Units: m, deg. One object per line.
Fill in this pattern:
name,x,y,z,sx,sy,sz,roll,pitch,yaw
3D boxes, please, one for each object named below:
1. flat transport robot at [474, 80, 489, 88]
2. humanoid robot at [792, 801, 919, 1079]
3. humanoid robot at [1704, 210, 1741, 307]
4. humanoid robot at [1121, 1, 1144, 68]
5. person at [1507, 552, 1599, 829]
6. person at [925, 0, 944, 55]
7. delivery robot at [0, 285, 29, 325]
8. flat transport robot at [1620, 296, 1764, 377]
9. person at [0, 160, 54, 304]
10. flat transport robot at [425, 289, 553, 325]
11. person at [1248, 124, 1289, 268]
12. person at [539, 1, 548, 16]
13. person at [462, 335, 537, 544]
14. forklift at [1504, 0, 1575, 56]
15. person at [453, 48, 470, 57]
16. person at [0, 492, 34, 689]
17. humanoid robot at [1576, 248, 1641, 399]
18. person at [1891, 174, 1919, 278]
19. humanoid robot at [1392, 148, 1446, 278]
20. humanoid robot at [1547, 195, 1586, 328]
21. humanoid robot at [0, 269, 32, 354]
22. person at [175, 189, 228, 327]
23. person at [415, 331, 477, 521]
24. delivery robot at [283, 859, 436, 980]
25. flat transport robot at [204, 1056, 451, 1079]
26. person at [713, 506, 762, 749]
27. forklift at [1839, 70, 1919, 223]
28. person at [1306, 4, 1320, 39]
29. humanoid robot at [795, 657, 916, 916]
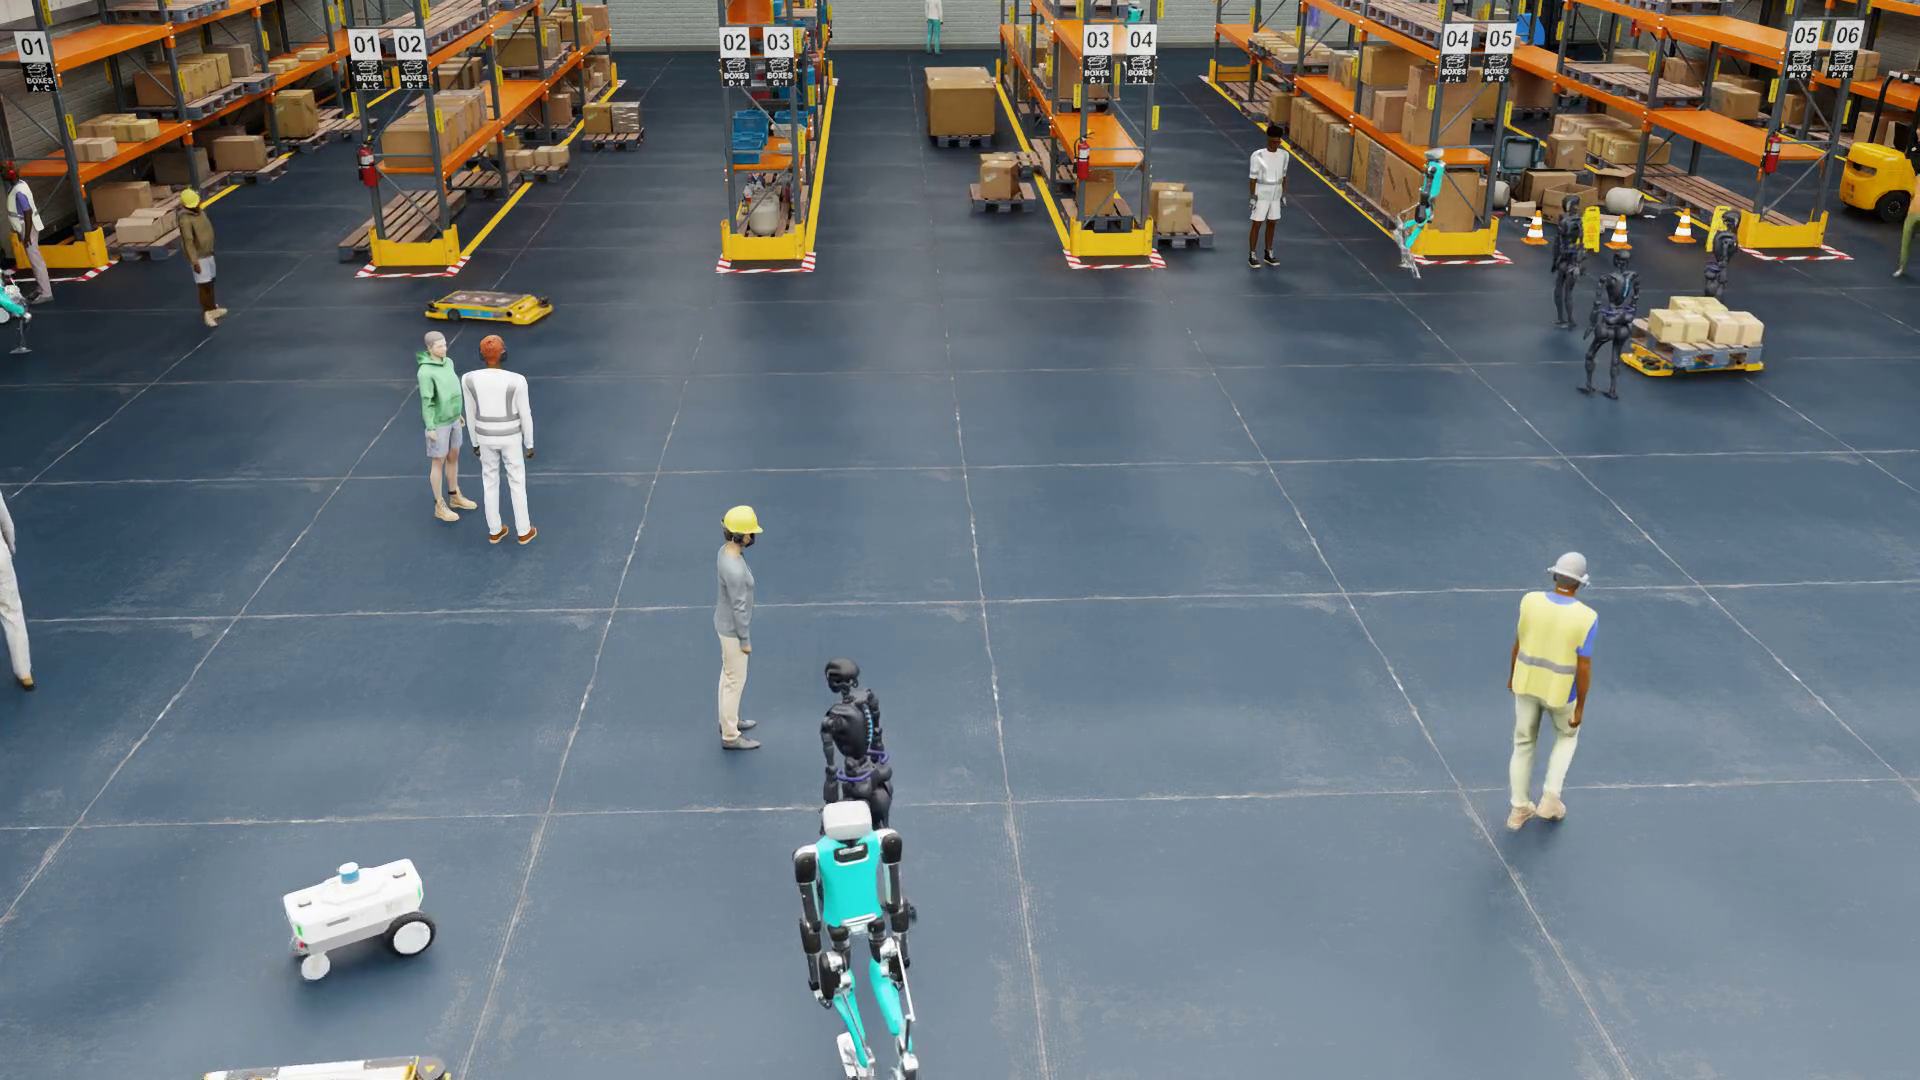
flat transport robot,-10.598,-10.148,37.276,0.659,0.231,1.431,-1,24,-2
humanoid robot,-0.433,2.145,7.890,0.547,1.740,1.062,-8,25,-17
humanoid robot,8.973,-3.085,19.674,0.334,1.649,0.588,8,25,18
humanoid robot,3.873,-11.909,39.457,0.540,1.761,0.973,-16,29,-32
person,3.678,0.934,10.407,0.521,1.875,0.532,15,28,31
person,-0.644,-13.352,42.635,0.532,1.764,0.328,19,30,36
delivery robot,-12.196,-3.007,20.869,0.785,0.587,0.499,-2,24,-4
flat transport robot,8.434,-2.109,19.211,1.431,0.231,0.659,-4,24,-9
person,-12.048,-3.983,21.486,0.389,1.843,0.562,-15,28,-30
flat transport robot,-5.977,-2.949,21.099,1.431,0.231,0.659,6,25,13
person,4.289,-4.791,23.155,0.603,1.964,0.368,-10,26,-21
person,-10.296,-12.641,40.965,0.585,1.832,0.606,-9,26,-20
person,-3.977,-0.858,14.432,0.564,1.878,0.352,0,24,0
forklift,14.700,-13.805,42.301,1.873,2.768,1.129,-1,24,-2
person,-11.342,-11.056,37.588,0.557,1.668,0.385,7,25,16
person,-7.209,0.143,12.213,0.554,1.839,1.004,-18,30,-35
humanoid robot,7.075,-2.371,18.066,0.586,1.646,0.446,-7,25,-16
person,13.186,-4.448,22.723,0.729,1.692,0.435,-16,29,-32
humanoid robot,6.169,-4.447,22.721,0.757,1.833,0.541,14,28,29
humanoid robot,7.502,-3.427,20.466,0.394,1.647,0.594,-7,25,-14
humanoid robot,-11.083,-2.921,19.322,0.770,1.853,0.539,-1,24,-3
person,-9.377,-3.531,20.634,0.374,1.725,0.722,2,24,5
person,-4.665,-1.047,15.011,0.316,1.741,0.483,8,25,18
delivery robot,-3.403,2.089,9.399,0.756,0.571,0.499,-14,28,-29
flat transport robot,-3.256,2.854,8.060,1.431,0.231,0.659,-3,24,-6
person,-1.496,0.590,11.331,0.369,1.752,0.520,-5,25,-11
forklift,15.132,-6.143,25.915,2.313,2.155,1.214,-1,24,-2
person,8.695,-12.722,41.197,0.454,1.785,0.598,-5,25,-11
humanoid robot,-0.611,1.418,9.592,0.759,1.620,0.599,14,27,28
